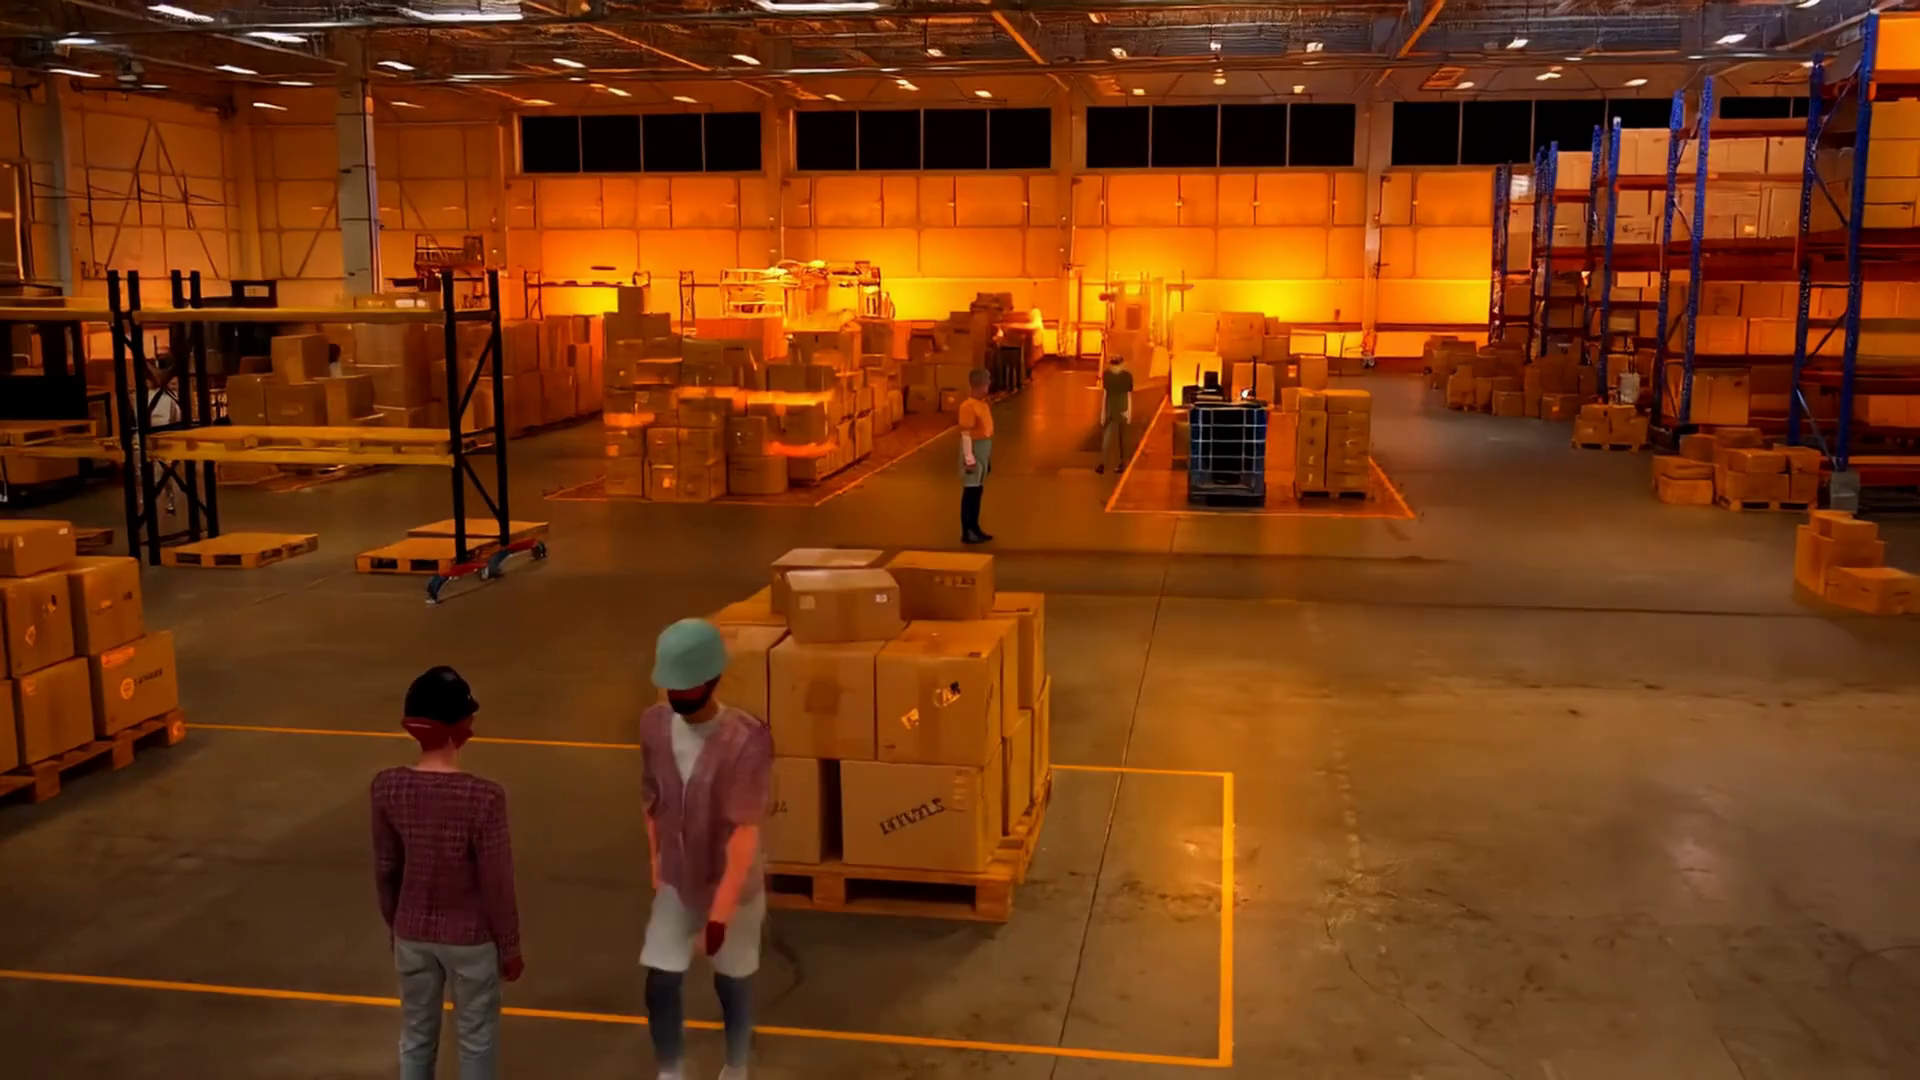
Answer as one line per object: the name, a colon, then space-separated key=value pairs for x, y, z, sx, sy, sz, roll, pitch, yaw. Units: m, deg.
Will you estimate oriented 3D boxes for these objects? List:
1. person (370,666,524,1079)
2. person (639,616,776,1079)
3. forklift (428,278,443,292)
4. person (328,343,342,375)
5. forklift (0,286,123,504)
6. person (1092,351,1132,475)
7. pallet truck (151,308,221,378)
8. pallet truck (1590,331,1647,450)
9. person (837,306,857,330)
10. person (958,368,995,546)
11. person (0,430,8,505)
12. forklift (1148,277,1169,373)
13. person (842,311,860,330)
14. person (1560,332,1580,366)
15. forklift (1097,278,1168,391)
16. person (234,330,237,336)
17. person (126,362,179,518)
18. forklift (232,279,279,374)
person: x=-1.657 y=1.282 z=5.425 sx=0.526 sy=1.772 sz=0.307 roll=3 pitch=10 yaw=18
person: x=-0.884 y=1.178 z=5.670 sx=0.546 sy=1.900 sz=0.615 roll=4 pitch=10 yaw=22
forklift: x=-13.878 y=-5.559 z=44.197 sx=1.873 sy=2.768 sz=1.129 roll=-3 pitch=10 yaw=-17
person: x=-10.158 y=-2.278 z=27.154 sx=0.923 sy=1.837 sz=0.600 roll=1 pitch=9 yaw=9
forklift: x=-12.268 y=-1.953 z=21.957 sx=1.129 sy=2.768 sz=1.873 roll=1 pitch=9 yaw=9
person: x=2.262 y=-1.868 z=24.653 sx=0.554 sy=1.830 sz=0.913 roll=5 pitch=10 yaw=28
pallet truck: x=-21.869 y=-5.598 z=47.154 sx=0.823 sy=1.965 sz=1.885 roll=4 pitch=10 yaw=26
pallet truck: x=11.253 y=-2.573 z=28.499 sx=0.823 sy=1.965 sz=1.885 roll=5 pitch=10 yaw=27
person: x=-3.477 y=-6.248 z=51.353 sx=0.630 sy=1.937 sz=0.373 roll=-3 pitch=10 yaw=-17
person: x=0.189 y=-0.922 z=18.408 sx=0.361 sy=1.963 sz=0.613 roll=4 pitch=10 yaw=21
person: x=-9.580 y=-0.504 z=16.208 sx=0.511 sy=1.844 sz=0.328 roll=-5 pitch=11 yaw=-29
forklift: x=5.739 y=-6.288 z=48.696 sx=1.873 sy=2.768 sz=1.129 roll=1 pitch=9 yaw=9
person: x=-2.967 y=-5.232 z=45.134 sx=0.542 sy=1.928 sz=0.399 roll=-6 pitch=11 yaw=-34
person: x=14.073 y=-4.001 z=38.519 sx=0.808 sy=1.606 sz=0.516 roll=-5 pitch=10 yaw=-27
forklift: x=4.452 y=-5.257 z=42.338 sx=1.129 sy=2.768 sz=1.873 roll=6 pitch=11 yaw=34
person: x=-19.940 y=-5.258 z=46.184 sx=0.514 sy=1.634 sz=0.312 roll=4 pitch=10 yaw=25
person: x=-9.906 y=-1.228 z=20.446 sx=0.592 sy=1.919 sz=0.392 roll=-3 pitch=10 yaw=-17
forklift: x=-16.058 y=-4.570 z=38.102 sx=1.129 sy=2.768 sz=1.873 roll=-9 pitch=13 yaw=-43
